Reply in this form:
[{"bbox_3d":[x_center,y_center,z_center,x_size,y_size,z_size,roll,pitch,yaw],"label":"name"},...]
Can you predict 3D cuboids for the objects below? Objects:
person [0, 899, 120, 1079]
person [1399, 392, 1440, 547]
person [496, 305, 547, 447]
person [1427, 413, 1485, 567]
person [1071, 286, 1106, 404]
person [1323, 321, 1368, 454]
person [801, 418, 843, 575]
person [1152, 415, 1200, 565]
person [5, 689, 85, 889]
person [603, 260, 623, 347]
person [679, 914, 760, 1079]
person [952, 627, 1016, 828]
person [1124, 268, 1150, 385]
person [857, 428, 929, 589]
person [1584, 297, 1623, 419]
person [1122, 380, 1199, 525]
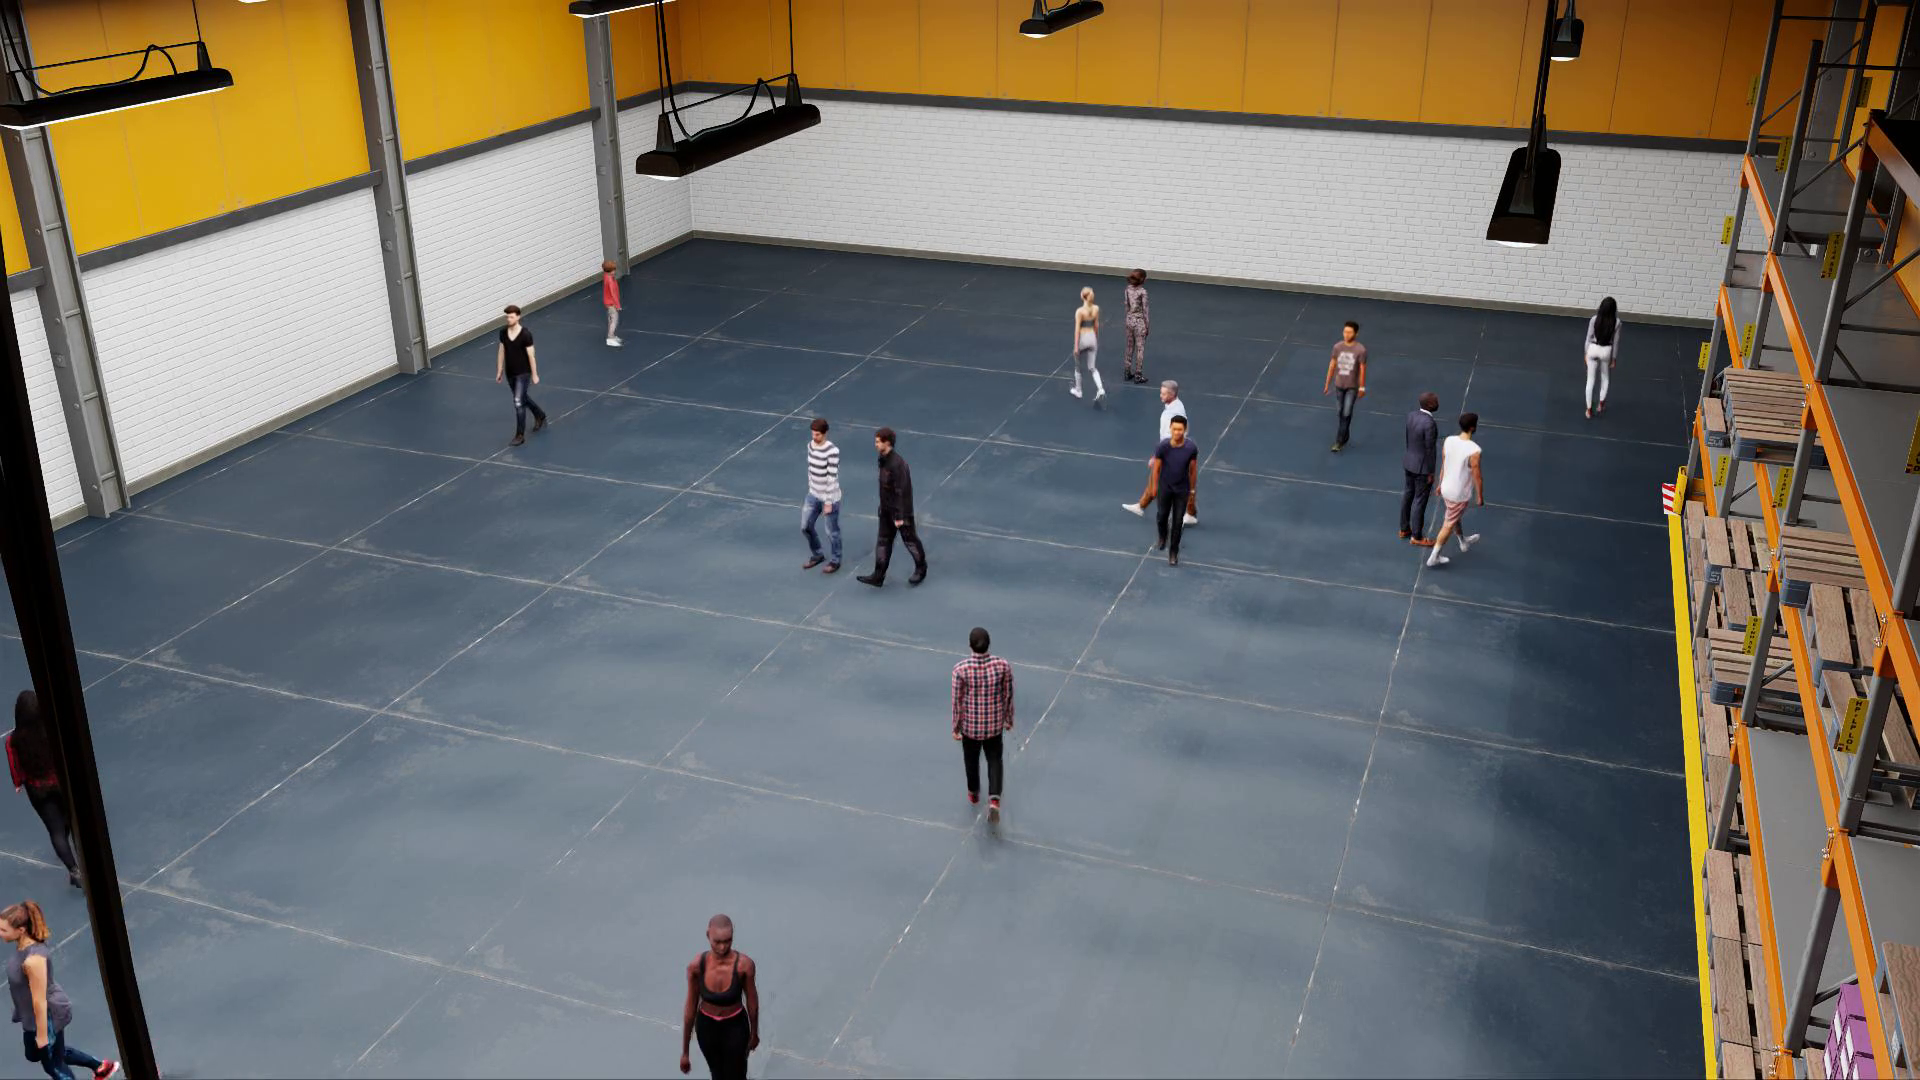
[{"bbox_3d":[-5.704,2.998,10.541,0.862,1.709,0.767,-17,29,-34],"label":"person"},{"bbox_3d":[5.306,-0.840,19.179,0.850,1.824,0.751,-6,24,-14],"label":"person"},{"bbox_3d":[-5.890,-2.265,22.383,0.724,1.867,1.198,11,26,23],"label":"person"},{"bbox_3d":[5.476,-0.519,18.552,1.193,1.736,1.094,-13,27,-27],"label":"person"},{"bbox_3d":[1.849,-2.763,23.757,1.012,1.680,1.060,-11,26,-24],"label":"person"},{"bbox_3d":[5.173,-2.061,22.064,0.831,1.749,1.034,17,29,34],"label":"person"},{"bbox_3d":[-1.427,-0.508,18.414,0.753,1.829,0.781,20,31,38],"label":"person"},{"bbox_3d":[2.415,-0.606,18.696,0.736,1.781,0.804,2,24,5],"label":"person"},{"bbox_3d":[-7.093,1.982,12.984,1.061,1.615,0.945,-21,31,-39],"label":"person"},{"bbox_3d":[-5.545,-3.788,26.456,0.716,1.396,0.659,-19,30,-37],"label":"person"},{"bbox_3d":[-1.459,3.023,10.441,0.698,1.744,0.737,2,24,6],"label":"person"},{"bbox_3d":[0.203,1.546,13.825,0.946,1.740,1.129,-2,24,-5],"label":"person"},{"bbox_3d":[2.614,-3.188,24.682,0.683,1.718,0.662,-20,31,-38],"label":"person"},{"bbox_3d":[-0.612,-0.350,18.099,1.243,1.790,1.159,-14,27,-30],"label":"person"},{"bbox_3d":[8.910,-2.527,23.180,0.591,1.709,0.691,8,25,18],"label":"person"},{"bbox_3d":[2.594,-0.993,19.600,1.011,1.766,1.164,0,24,0],"label":"person"}]
